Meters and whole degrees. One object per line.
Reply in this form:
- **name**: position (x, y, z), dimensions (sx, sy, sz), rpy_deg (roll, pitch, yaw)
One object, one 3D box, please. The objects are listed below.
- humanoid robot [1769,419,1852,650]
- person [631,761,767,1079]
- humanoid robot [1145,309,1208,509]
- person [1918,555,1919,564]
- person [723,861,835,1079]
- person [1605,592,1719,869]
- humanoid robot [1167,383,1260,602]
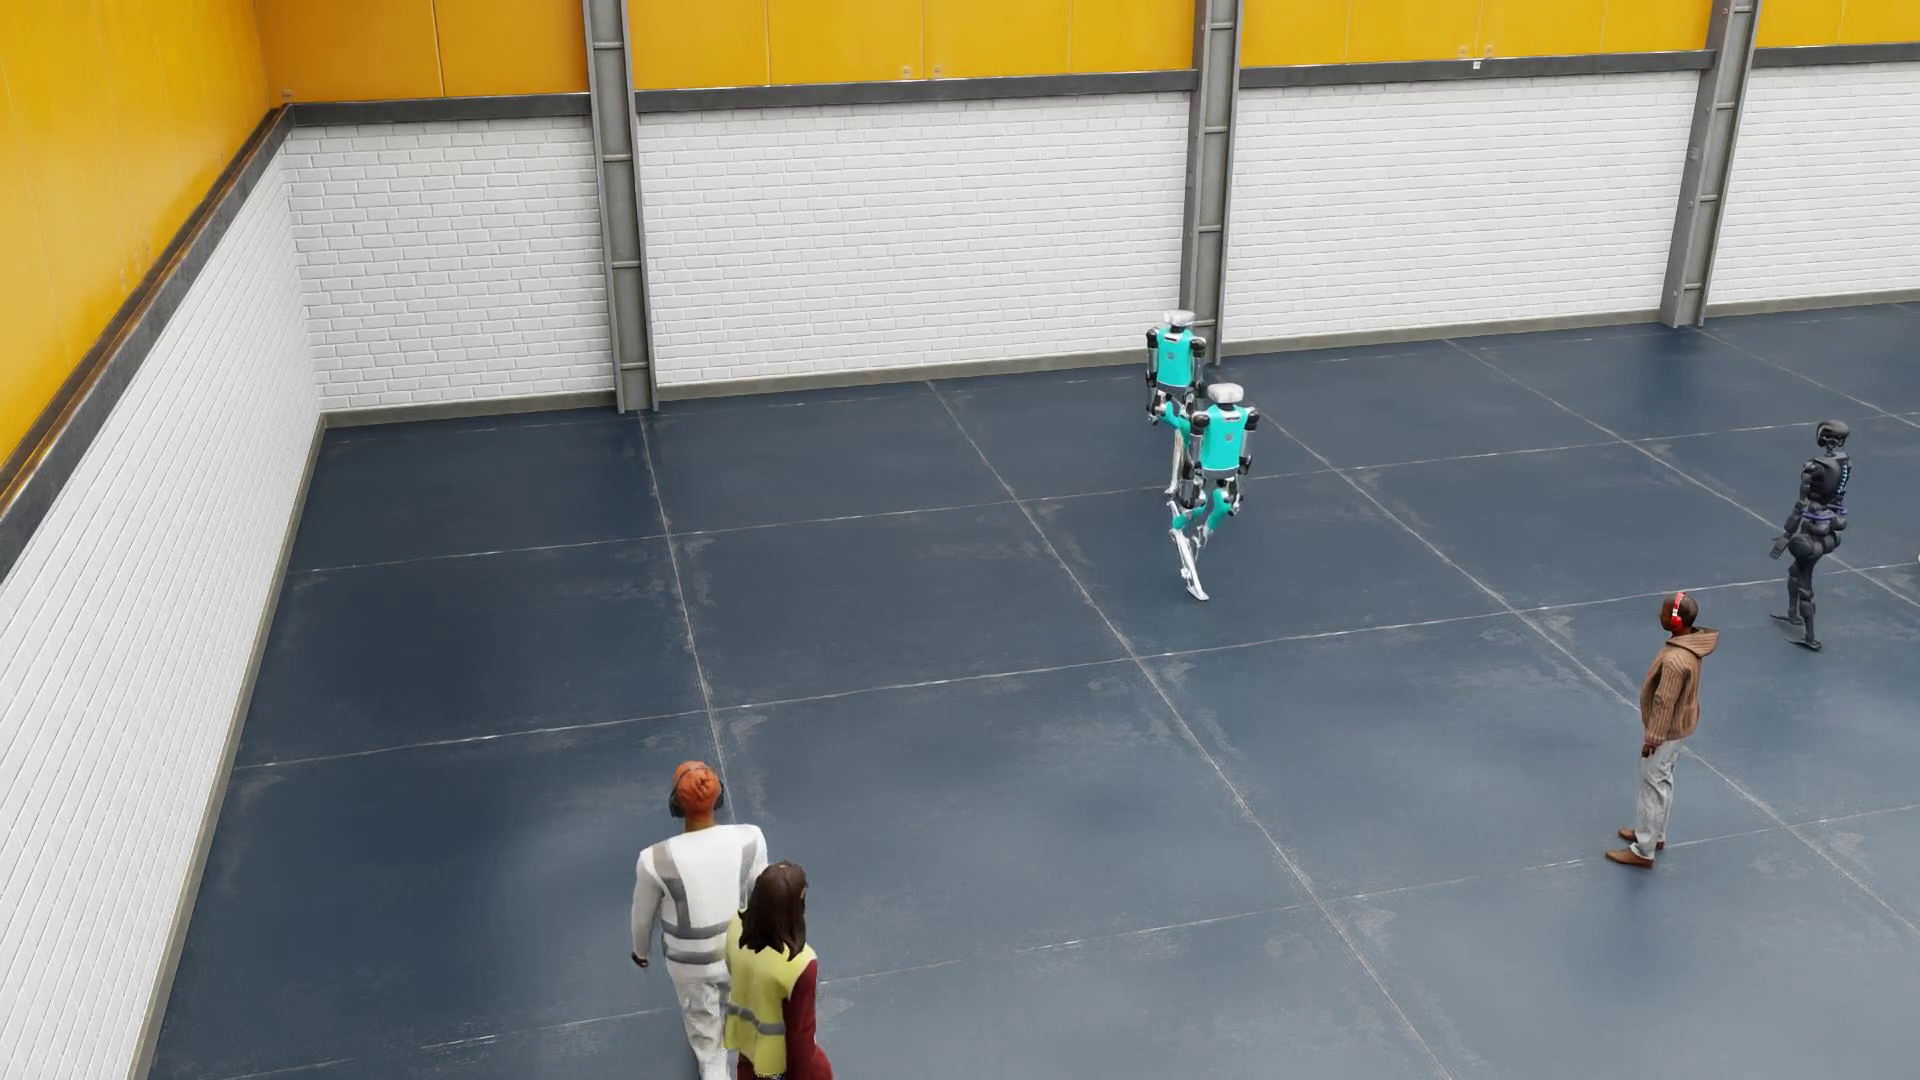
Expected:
- **humanoid robot**: position (6.030, -0.054, 11.739), dimensions (0.601, 1.651, 0.508), rpy_deg (-14, 27, -29)
- **person**: position (-1.121, 1.807, 7.317), dimensions (0.578, 1.832, 0.999), rpy_deg (-14, 27, -28)
- **humanoid robot**: position (1.910, -1.115, 14.139), dimensions (0.541, 1.842, 0.747), rpy_deg (15, 28, 30)
- **person**: position (7.822, -0.582, 12.829), dimensions (0.523, 1.764, 0.326), rpy_deg (1, 24, 2)
- **person**: position (-0.711, 2.055, 6.900), dimensions (0.474, 1.713, 0.965), rpy_deg (17, 29, 33)
- **person**: position (3.925, 1.053, 9.262), dimensions (0.336, 1.641, 0.474), rpy_deg (14, 27, 29)
- **humanoid robot**: position (1.798, -0.345, 12.444), dimensions (0.546, 1.881, 0.785), rpy_deg (-8, 25, -18)
